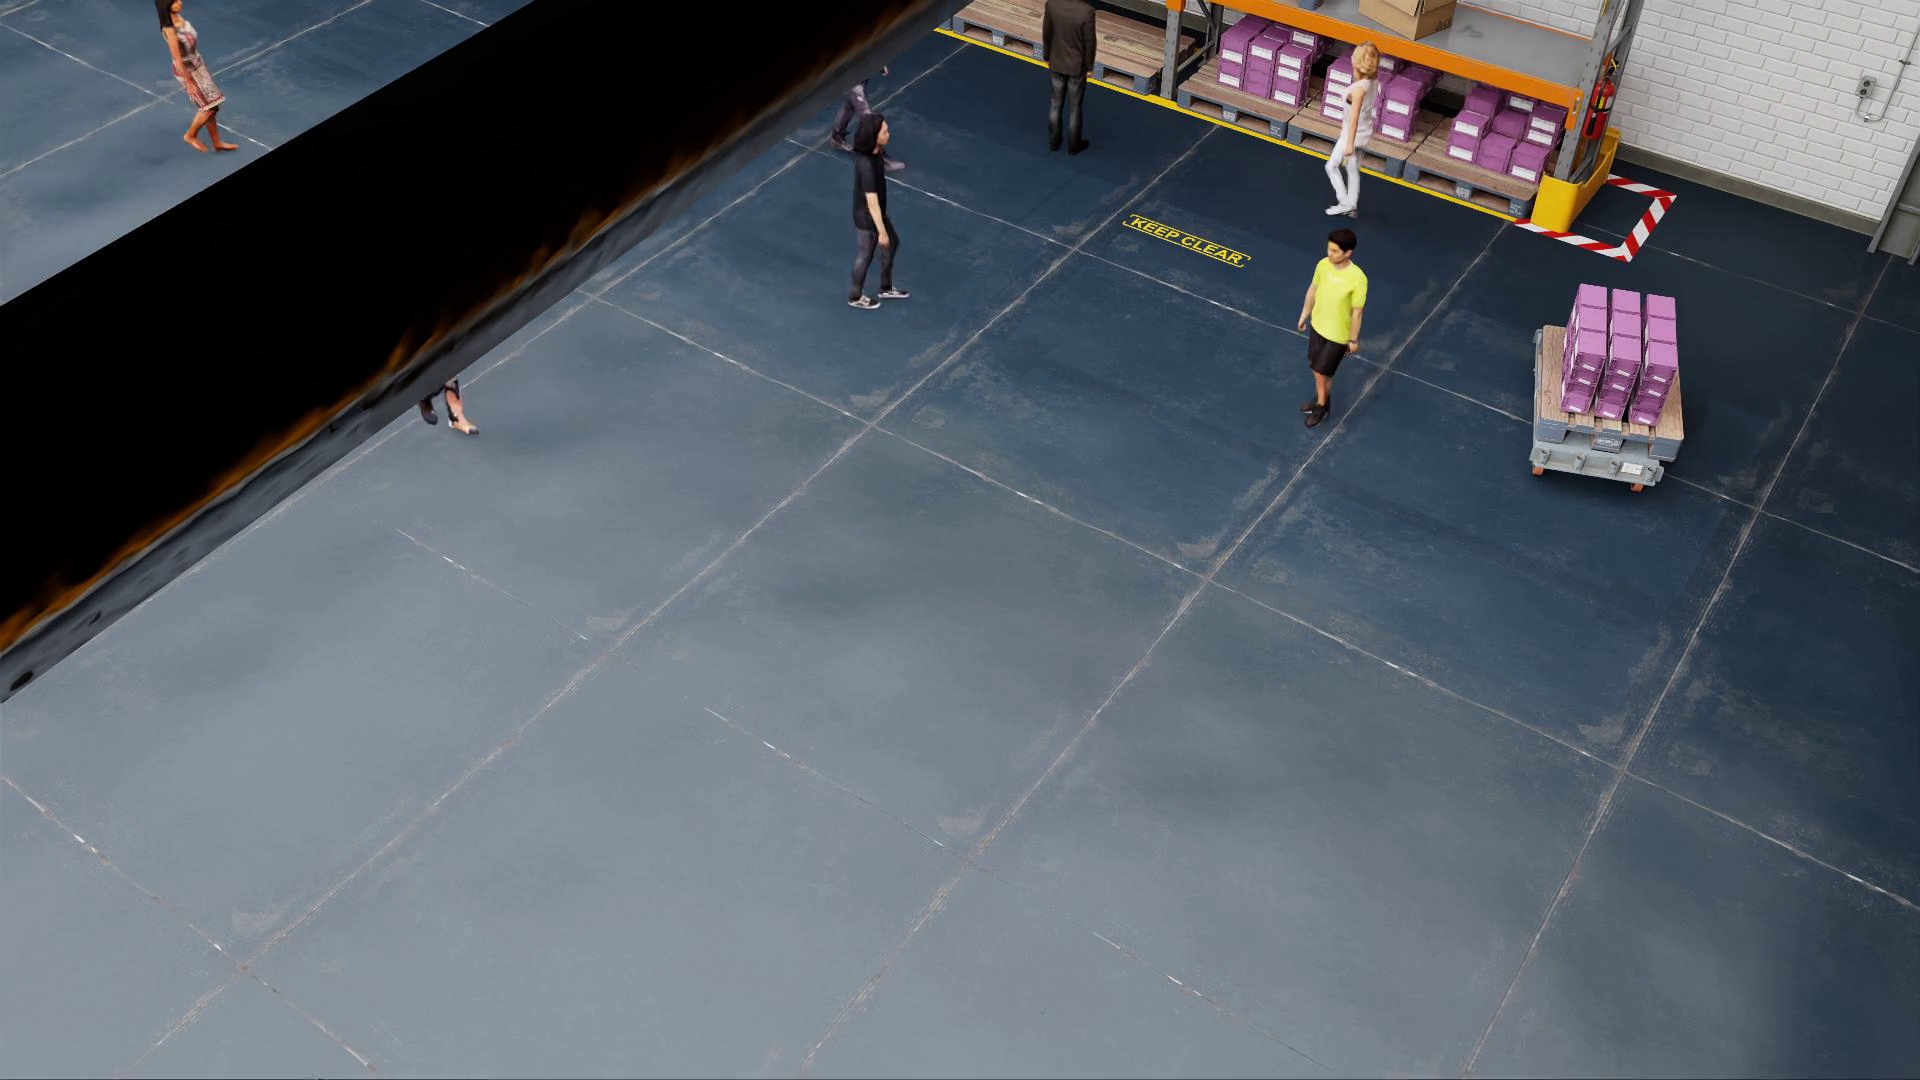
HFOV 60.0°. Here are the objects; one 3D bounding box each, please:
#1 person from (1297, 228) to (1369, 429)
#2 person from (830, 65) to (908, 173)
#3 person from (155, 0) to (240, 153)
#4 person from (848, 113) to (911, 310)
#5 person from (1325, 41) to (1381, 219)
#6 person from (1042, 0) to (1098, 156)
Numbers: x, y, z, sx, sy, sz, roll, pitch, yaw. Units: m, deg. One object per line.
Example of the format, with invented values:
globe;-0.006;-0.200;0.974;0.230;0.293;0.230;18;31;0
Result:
person;2.880;-1.650;12.629;0.803;1.693;0.695;-25;49;-24
person;-1.020;-4.306;15.353;1.180;1.780;0.695;24;49;23
person;-7.237;-4.335;15.486;0.910;1.639;0.850;-7;44;-7
person;-0.821;-2.677;13.618;0.911;1.815;0.845;1;44;2
person;3.562;-3.567;14.666;0.572;1.659;0.639;21;48;21
person;1.012;-4.459;15.498;0.525;1.802;0.764;19;47;19
